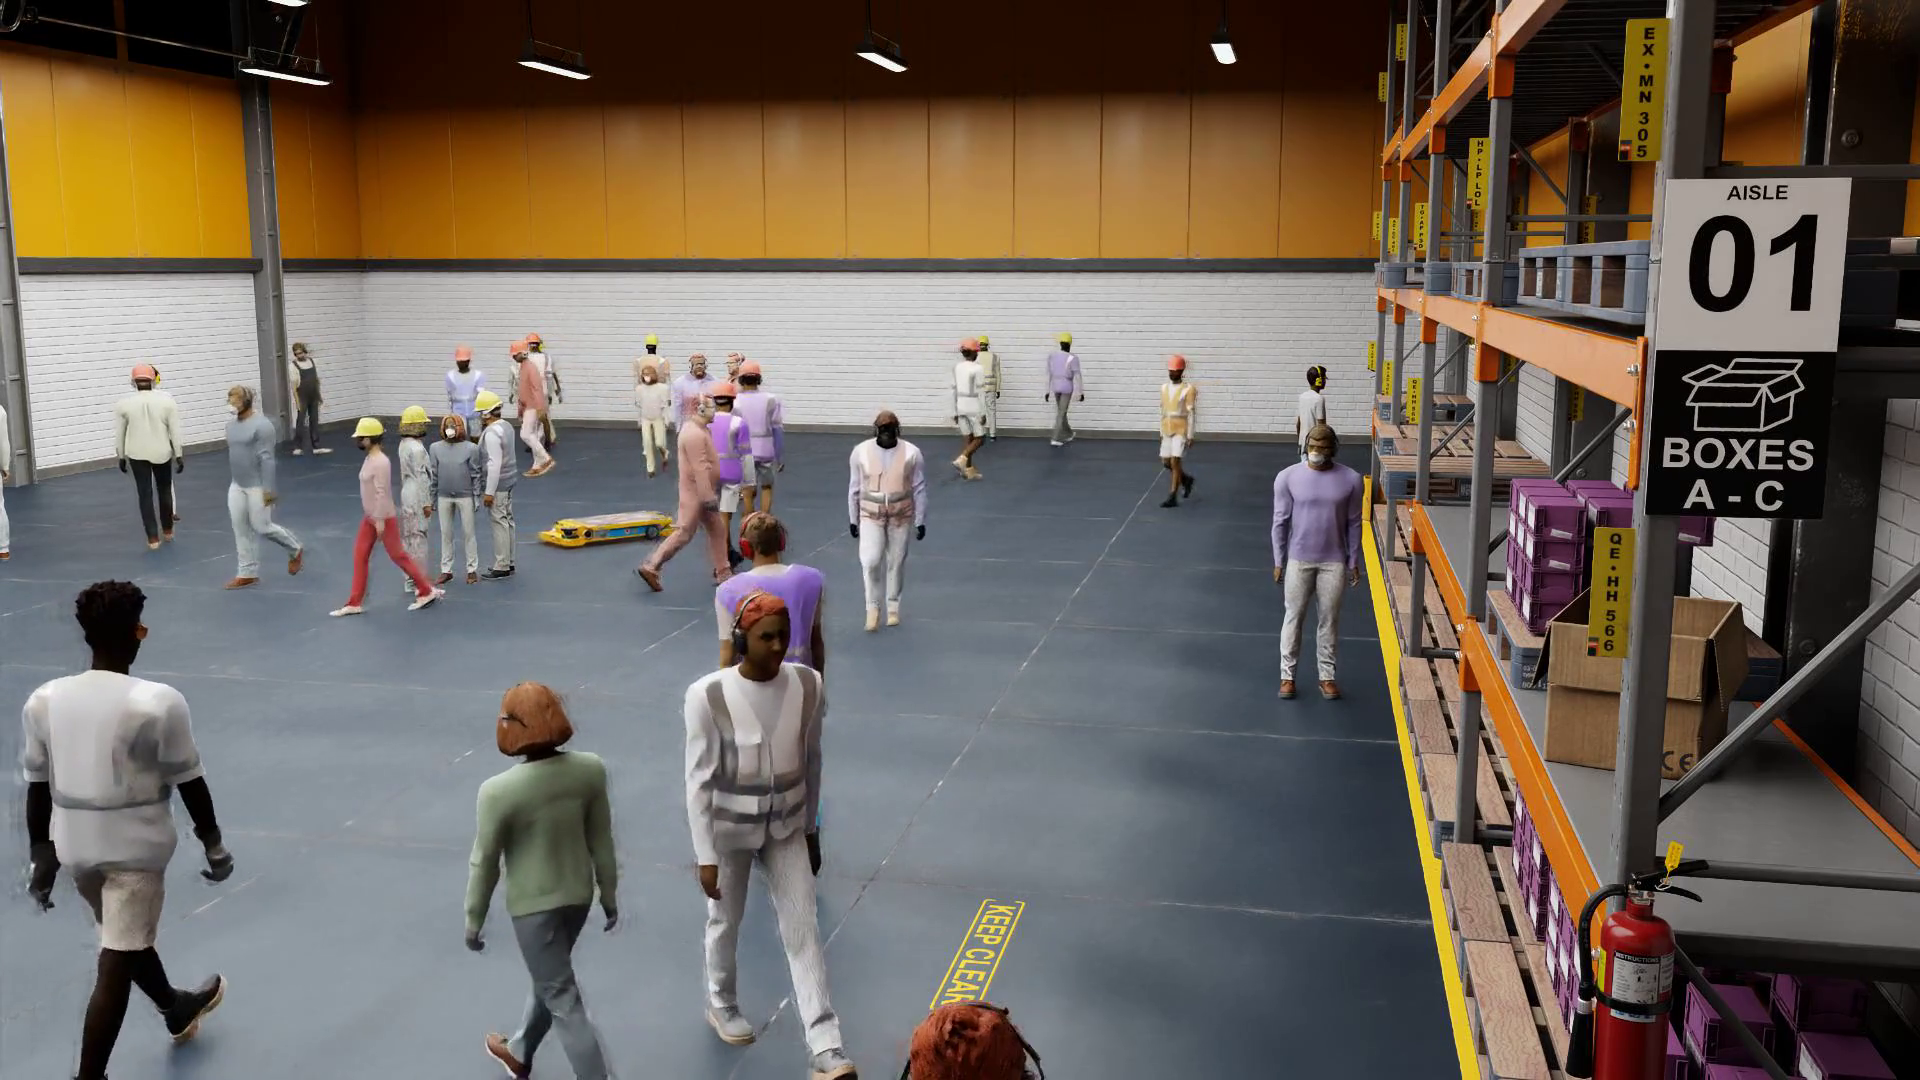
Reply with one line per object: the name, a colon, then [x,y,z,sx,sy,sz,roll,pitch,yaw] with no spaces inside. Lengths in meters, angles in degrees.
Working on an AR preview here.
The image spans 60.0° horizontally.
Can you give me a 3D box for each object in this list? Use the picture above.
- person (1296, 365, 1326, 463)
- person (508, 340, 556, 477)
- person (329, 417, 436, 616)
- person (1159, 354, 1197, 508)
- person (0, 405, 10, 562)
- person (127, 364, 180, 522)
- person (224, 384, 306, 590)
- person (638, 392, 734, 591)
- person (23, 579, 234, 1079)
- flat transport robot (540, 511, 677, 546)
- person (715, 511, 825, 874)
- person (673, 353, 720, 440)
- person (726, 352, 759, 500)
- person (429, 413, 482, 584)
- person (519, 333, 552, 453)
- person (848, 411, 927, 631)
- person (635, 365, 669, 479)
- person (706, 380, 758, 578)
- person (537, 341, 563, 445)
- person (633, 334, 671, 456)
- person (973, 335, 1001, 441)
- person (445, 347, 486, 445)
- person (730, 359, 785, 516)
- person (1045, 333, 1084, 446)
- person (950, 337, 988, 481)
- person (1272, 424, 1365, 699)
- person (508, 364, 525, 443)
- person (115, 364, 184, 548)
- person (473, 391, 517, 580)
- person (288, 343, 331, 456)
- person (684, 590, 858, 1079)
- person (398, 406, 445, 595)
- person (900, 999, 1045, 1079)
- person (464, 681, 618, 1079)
person: [4.081,-1.077,19.210,0.331,1.874,0.519,-4,10,-21]
person: [-6.167,-1.867,23.711,0.481,1.953,0.646,-5,11,-27]
person: [-5.020,-0.212,14.440,0.883,1.725,0.532,-7,12,-35]
person: [2.751,-1.373,20.861,0.671,1.920,0.548,-9,13,-44]
person: [-9.951,-0.713,16.834,0.371,1.933,0.627,9,13,44]
person: [-9.444,-1.121,19.482,0.532,1.871,0.321,-4,10,-25]
person: [-6.602,-0.513,15.661,0.629,1.924,0.710,5,11,29]
person: [-2.506,-0.447,15.452,0.961,1.865,0.631,0,9,0]
person: [-3.000,1.085,6.051,0.624,1.907,1.014,2,10,13]
flat transport robot: [-3.831,-0.137,18.356,1.431,0.197,0.652,-7,12,-38]
person: [-0.911,0.768,8.236,0.578,1.822,0.667,-4,10,-21]
person: [-3.331,-1.439,21.285,0.642,1.909,0.399,-4,10,-23]
person: [-2.871,-1.469,21.467,0.401,1.910,0.641,-8,13,-41]
person: [-4.793,-0.394,15.800,0.500,1.636,0.281,0,9,0]
person: [-6.844,-2.364,26.794,0.552,1.927,0.371,-7,12,-35]
person: [-0.596,-0.152,13.778,0.652,1.816,0.704,-1,9,-4]
person: [-4.356,-1.694,23.679,0.515,1.615,0.464,1,10,8]
person: [-2.259,-0.617,16.361,0.571,1.892,0.927,3,10,18]
person: [-6.941,-2.444,27.655,0.594,1.798,0.974,2,10,14]
person: [-4.874,-2.296,26.390,0.589,1.927,0.369,-1,9,-5]
person: [0.405,-2.585,28.449,0.589,1.822,0.403,-1,9,-5]
person: [-6.881,-1.741,23.200,0.554,1.874,1.020,-2,10,-15]
person: [-2.202,-0.917,17.767,0.644,2.026,0.421,-2,10,-12]
person: [1.779,-2.526,27.928,0.617,1.870,0.997,6,11,33]
person: [0.100,-1.803,23.094,0.616,2.029,0.569,9,13,44]
person: [2.494,0.152,11.614,0.629,1.936,0.372,1,9,4]
person: [-7.438,-2.455,28.393,0.522,1.576,0.929,1,9,5]
person: [-8.785,-0.925,18.035,0.652,1.950,0.964,-4,10,-25]
person: [-4.483,-0.524,16.029,0.403,1.823,0.586,0,9,-2]
person: [-10.345,-2.240,26.467,0.343,1.804,0.679,6,11,30]
person: [-0.734,1.103,6.198,0.601,1.825,0.996,-5,11,-29]
person: [-4.979,-0.363,15.295,0.294,1.744,0.487,-7,12,-36]
person: [0.120,1.663,2.799,0.654,1.840,0.842,6,11,34]
person: [-1.472,1.281,5.859,0.905,1.580,0.513,8,13,41]
